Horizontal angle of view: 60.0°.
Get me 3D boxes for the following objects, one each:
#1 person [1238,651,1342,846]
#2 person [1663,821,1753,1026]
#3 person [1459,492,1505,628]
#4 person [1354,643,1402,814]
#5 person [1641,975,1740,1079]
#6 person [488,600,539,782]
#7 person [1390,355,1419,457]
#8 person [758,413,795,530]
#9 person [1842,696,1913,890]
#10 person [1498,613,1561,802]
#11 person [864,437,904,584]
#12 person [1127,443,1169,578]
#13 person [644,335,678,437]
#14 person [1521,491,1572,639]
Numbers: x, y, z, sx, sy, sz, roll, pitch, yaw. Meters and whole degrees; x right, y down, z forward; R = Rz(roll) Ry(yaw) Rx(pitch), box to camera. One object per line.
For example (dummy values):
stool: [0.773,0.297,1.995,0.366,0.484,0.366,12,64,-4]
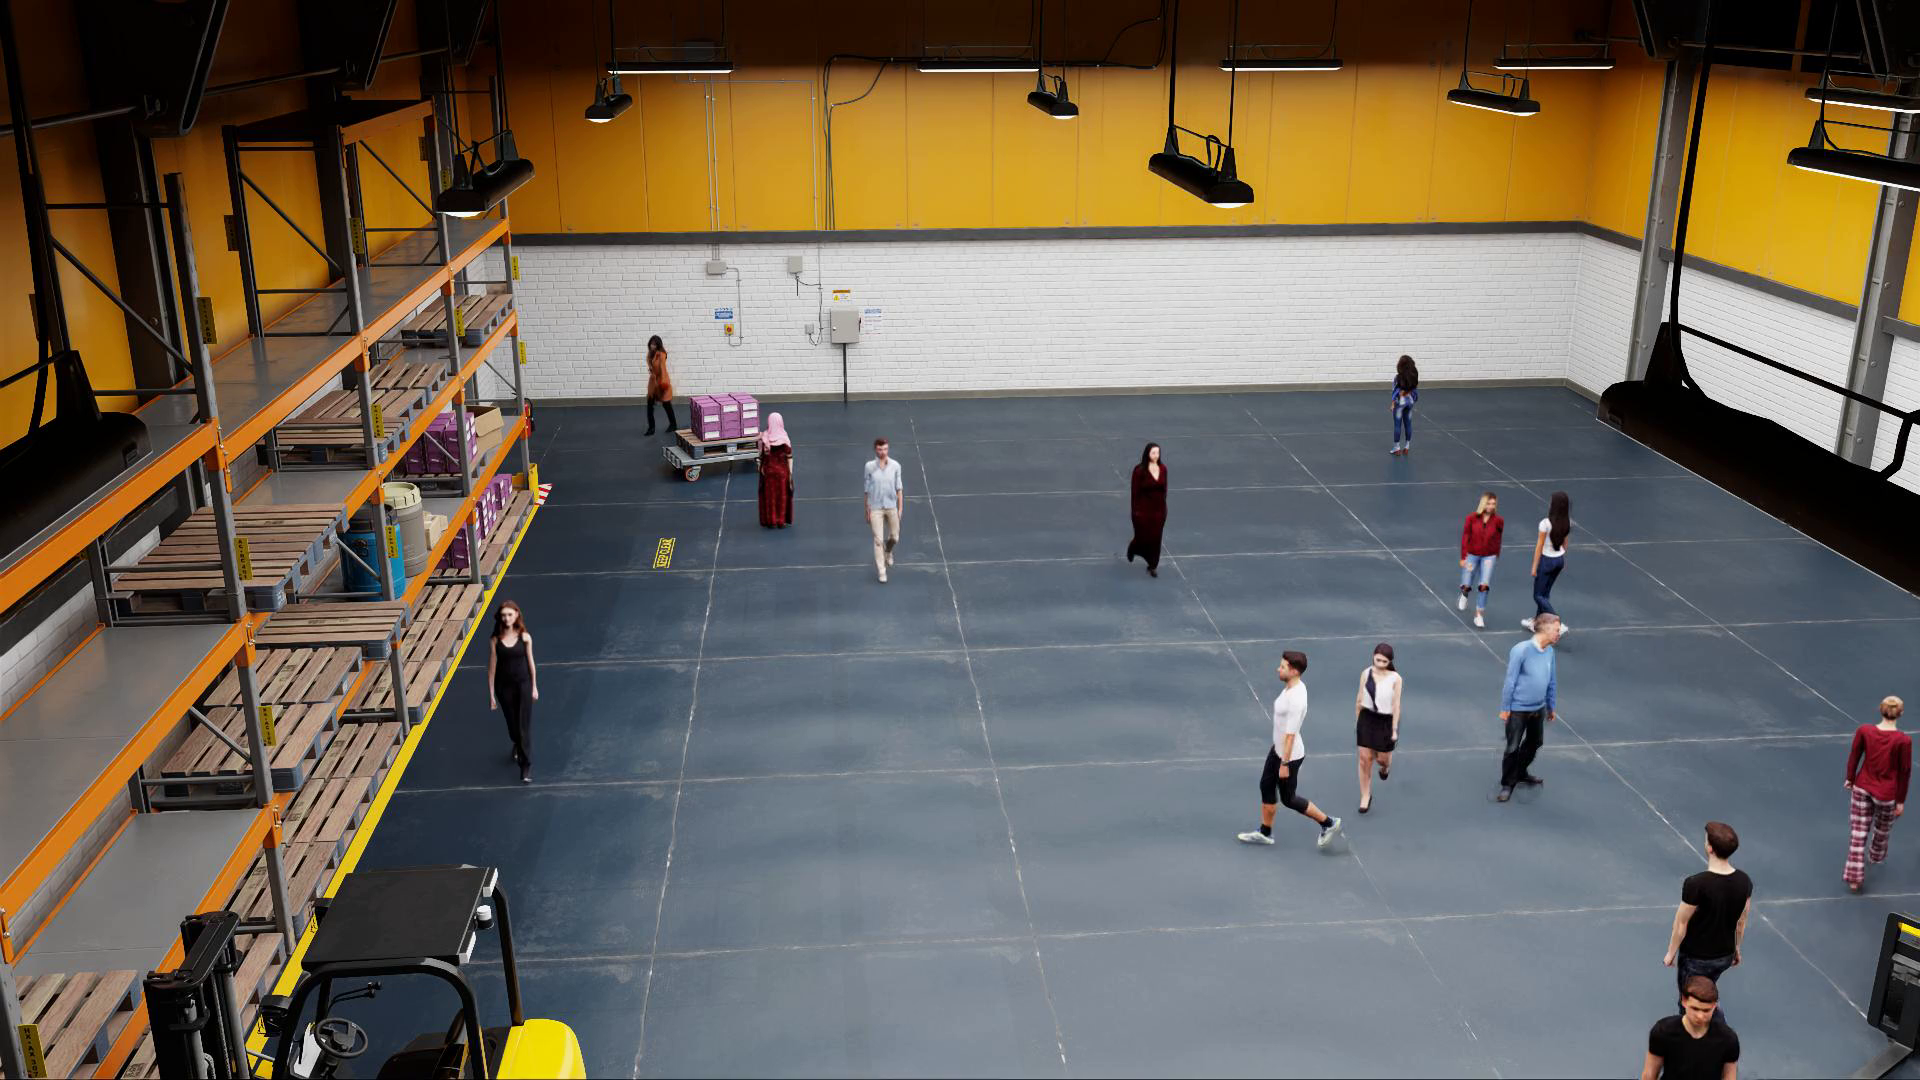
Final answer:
person: [2.904,1.837,14.324,0.875,1.826,1.091,2,19,6]
person: [5.108,2.842,11.248,0.726,1.884,0.811,-4,19,-13]
person: [6.090,0.197,19.520,0.727,1.618,0.904,3,19,8]
person: [3.817,1.679,15.093,0.809,1.633,0.914,11,22,31]
person: [4.283,3.344,9.822,0.875,1.842,1.125,4,19,13]
person: [-4.263,1.382,15.876,0.639,1.697,1.123,-3,19,-9]
person: [7.073,-2.163,26.515,0.636,1.625,0.595,-5,19,-13]
person: [-2.548,-0.951,22.907,0.711,1.631,0.657,2,19,6]
person: [7.558,2.110,13.762,1.055,1.665,1.103,16,25,40]
person: [5.171,1.528,15.317,0.843,1.777,0.751,-2,19,-7]
person: [-0.983,-0.419,21.008,0.679,1.834,0.868,-3,19,-9]
person: [2.347,-0.397,21.085,0.804,1.745,0.881,-8,20,-23]
person: [-4.945,-2.564,27.605,1.016,1.690,1.102,15,24,38]
person: [6.762,0.318,18.940,0.842,1.758,1.087,-9,21,-25]
